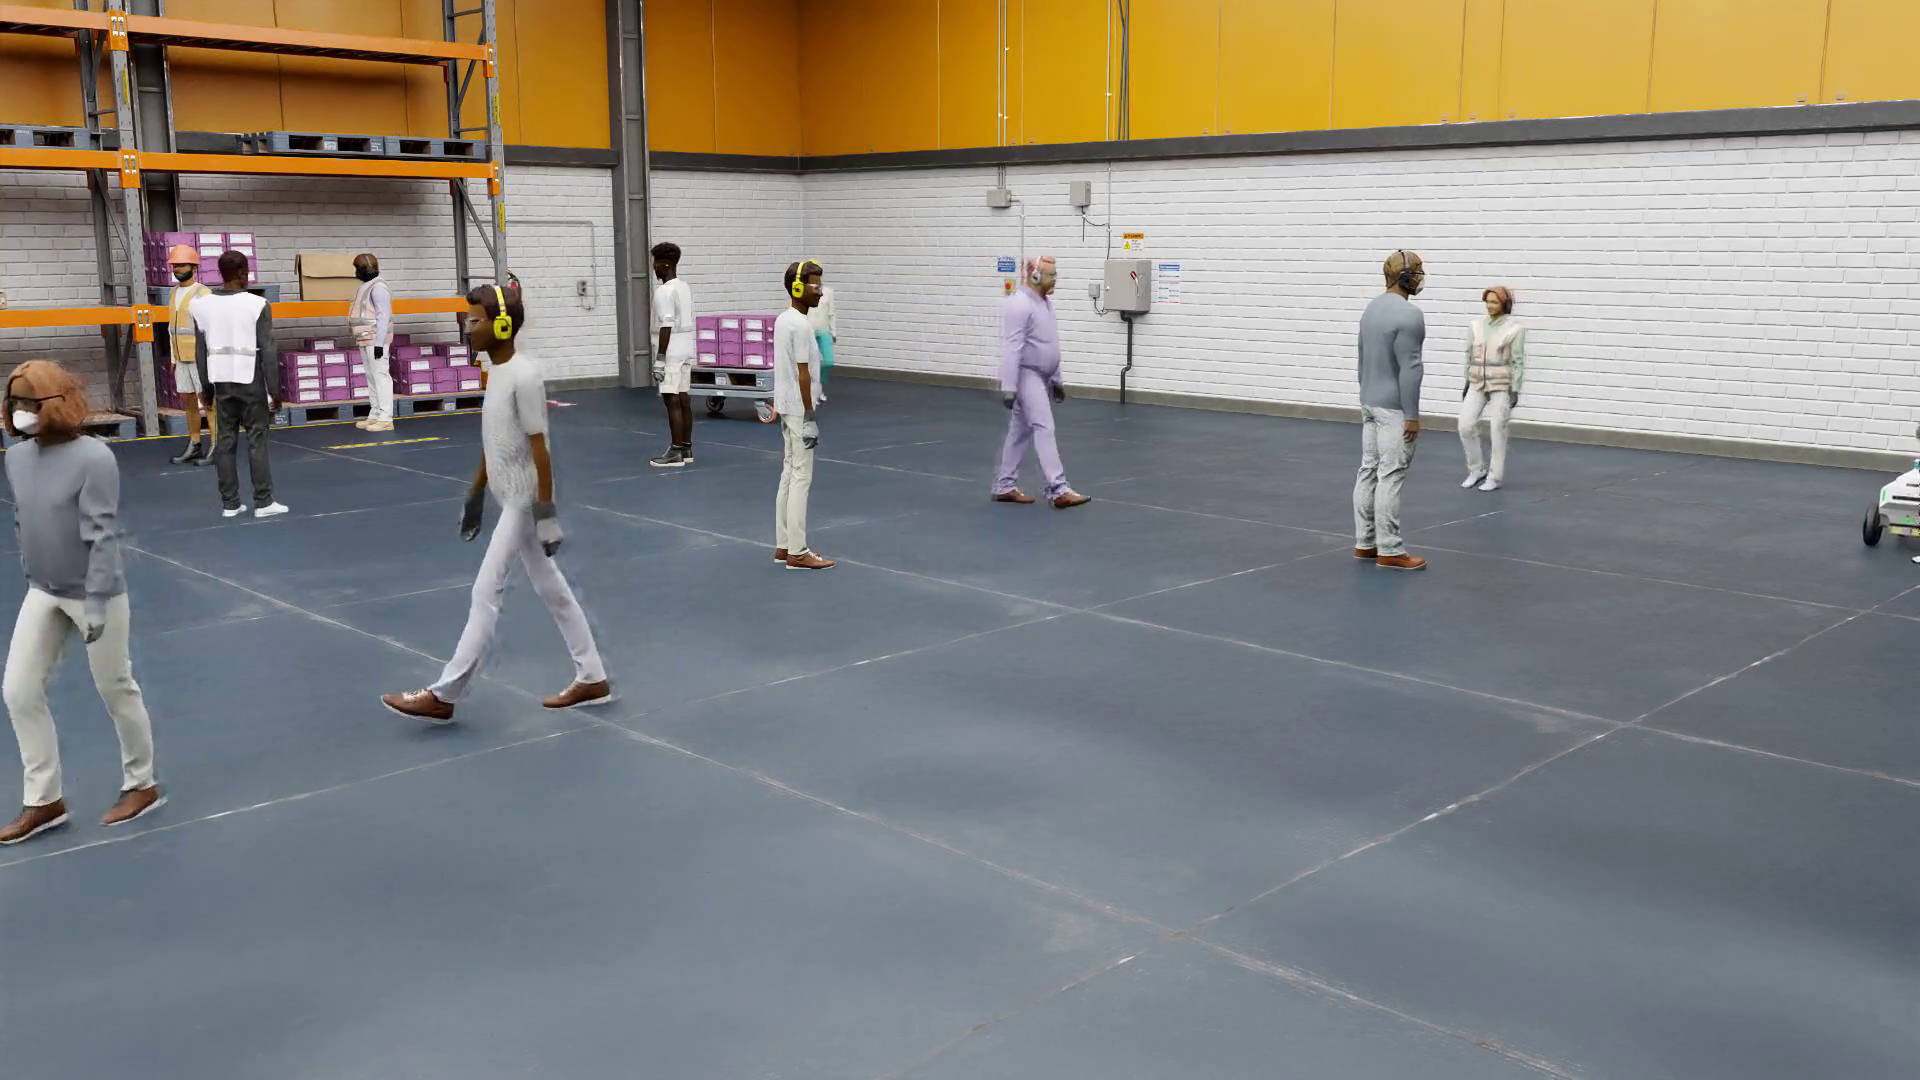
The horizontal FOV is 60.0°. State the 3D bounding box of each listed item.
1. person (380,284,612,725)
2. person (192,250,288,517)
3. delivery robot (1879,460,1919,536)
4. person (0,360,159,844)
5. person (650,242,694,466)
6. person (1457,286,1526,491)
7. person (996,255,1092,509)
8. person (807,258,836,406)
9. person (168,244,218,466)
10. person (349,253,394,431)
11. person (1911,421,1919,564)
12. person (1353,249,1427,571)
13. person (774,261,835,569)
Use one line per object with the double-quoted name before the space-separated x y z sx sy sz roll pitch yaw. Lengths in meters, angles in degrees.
"person" -1.940 -0.144 6.926 0.992 1.813 0.529 -5 11 -24
"person" -5.198 -1.110 11.963 0.609 1.914 0.378 1 10 7
"delivery robot" 6.279 -0.282 10.881 0.477 0.478 0.707 9 13 40
"person" -3.015 0.213 5.557 0.513 1.611 0.651 3 11 17
"person" -2.540 -1.630 14.632 0.367 1.967 0.606 2 11 10
"person" 4.179 -1.185 13.118 0.405 1.621 0.551 -9 14 -41
"person" 0.657 -1.168 12.373 0.914 1.864 0.669 4 11 20
"person" -1.711 -2.466 19.777 0.542 1.750 0.367 -5 12 -25
"person" -6.772 -1.621 14.653 0.548 1.942 0.343 6 12 28
"person" -6.113 -2.052 17.290 0.429 1.840 0.624 -7 13 -34
"person" 6.220 -0.723 10.268 0.587 1.746 0.533 -1 10 -7
"person" 2.620 -0.788 10.119 0.375 1.939 0.628 -2 11 -12
"person" -0.975 -0.756 10.153 0.312 1.863 0.535 -4 11 -21
